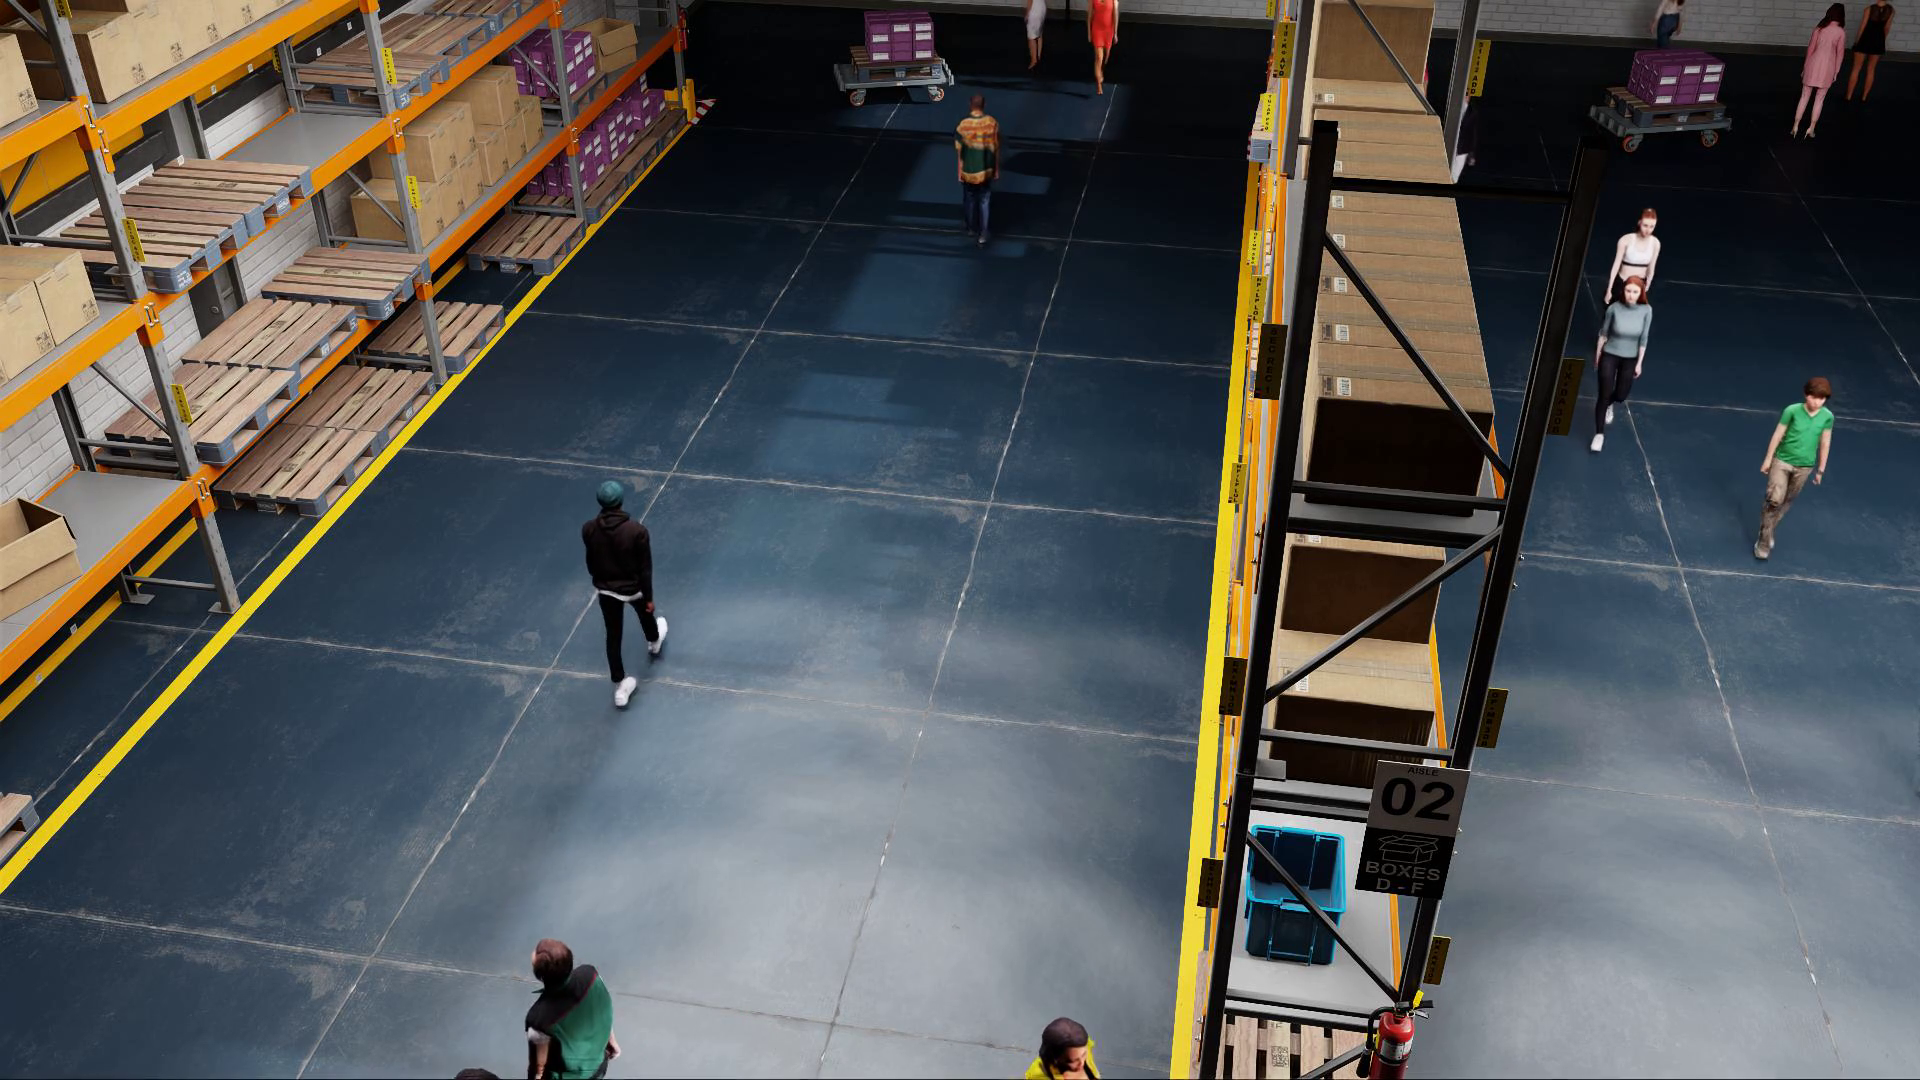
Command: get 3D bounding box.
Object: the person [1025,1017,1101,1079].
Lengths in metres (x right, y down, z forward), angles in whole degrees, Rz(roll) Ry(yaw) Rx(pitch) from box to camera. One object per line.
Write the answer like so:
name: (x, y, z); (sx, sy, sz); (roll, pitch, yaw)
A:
person: (0.425, 2.986, 8.542); (1.102, 1.632, 1.096); (25, 41, 32)

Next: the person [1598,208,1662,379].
person: (6.700, -2.535, 16.765); (0.607, 1.723, 0.949); (4, 34, 7)

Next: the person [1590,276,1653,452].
person: (6.121, -1.676, 15.468); (0.643, 1.729, 0.865); (10, 35, 14)

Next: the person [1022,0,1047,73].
person: (1.126, -7.894, 24.809); (0.703, 1.743, 0.567); (27, 42, 34)

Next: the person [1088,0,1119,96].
person: (2.073, -7.371, 24.083); (0.738, 1.675, 1.199); (-1, 34, -1)

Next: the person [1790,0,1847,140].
person: (11.556, -6.301, 22.359); (0.678, 1.803, 0.650); (20, 38, 27)

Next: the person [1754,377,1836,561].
person: (7.020, -0.686, 14.056); (0.619, 1.642, 0.746); (7, 34, 10)

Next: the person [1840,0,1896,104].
person: (12.915, -7.051, 23.602); (0.564, 1.675, 0.539); (6, 34, 8)

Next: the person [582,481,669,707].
person: (-2.524, 0.421, 12.274); (0.744, 1.772, 1.175); (3, 34, 5)

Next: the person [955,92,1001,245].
person: (0.218, -4.289, 19.346); (0.880, 1.787, 1.109); (-3, 34, -5)

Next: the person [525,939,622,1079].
person: (-1.966, 2.787, 8.673); (0.932, 1.817, 1.005); (18, 38, 25)

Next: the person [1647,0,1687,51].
person: (10.358, -7.456, 24.180); (0.892, 1.711, 0.994); (-16, 37, -22)
